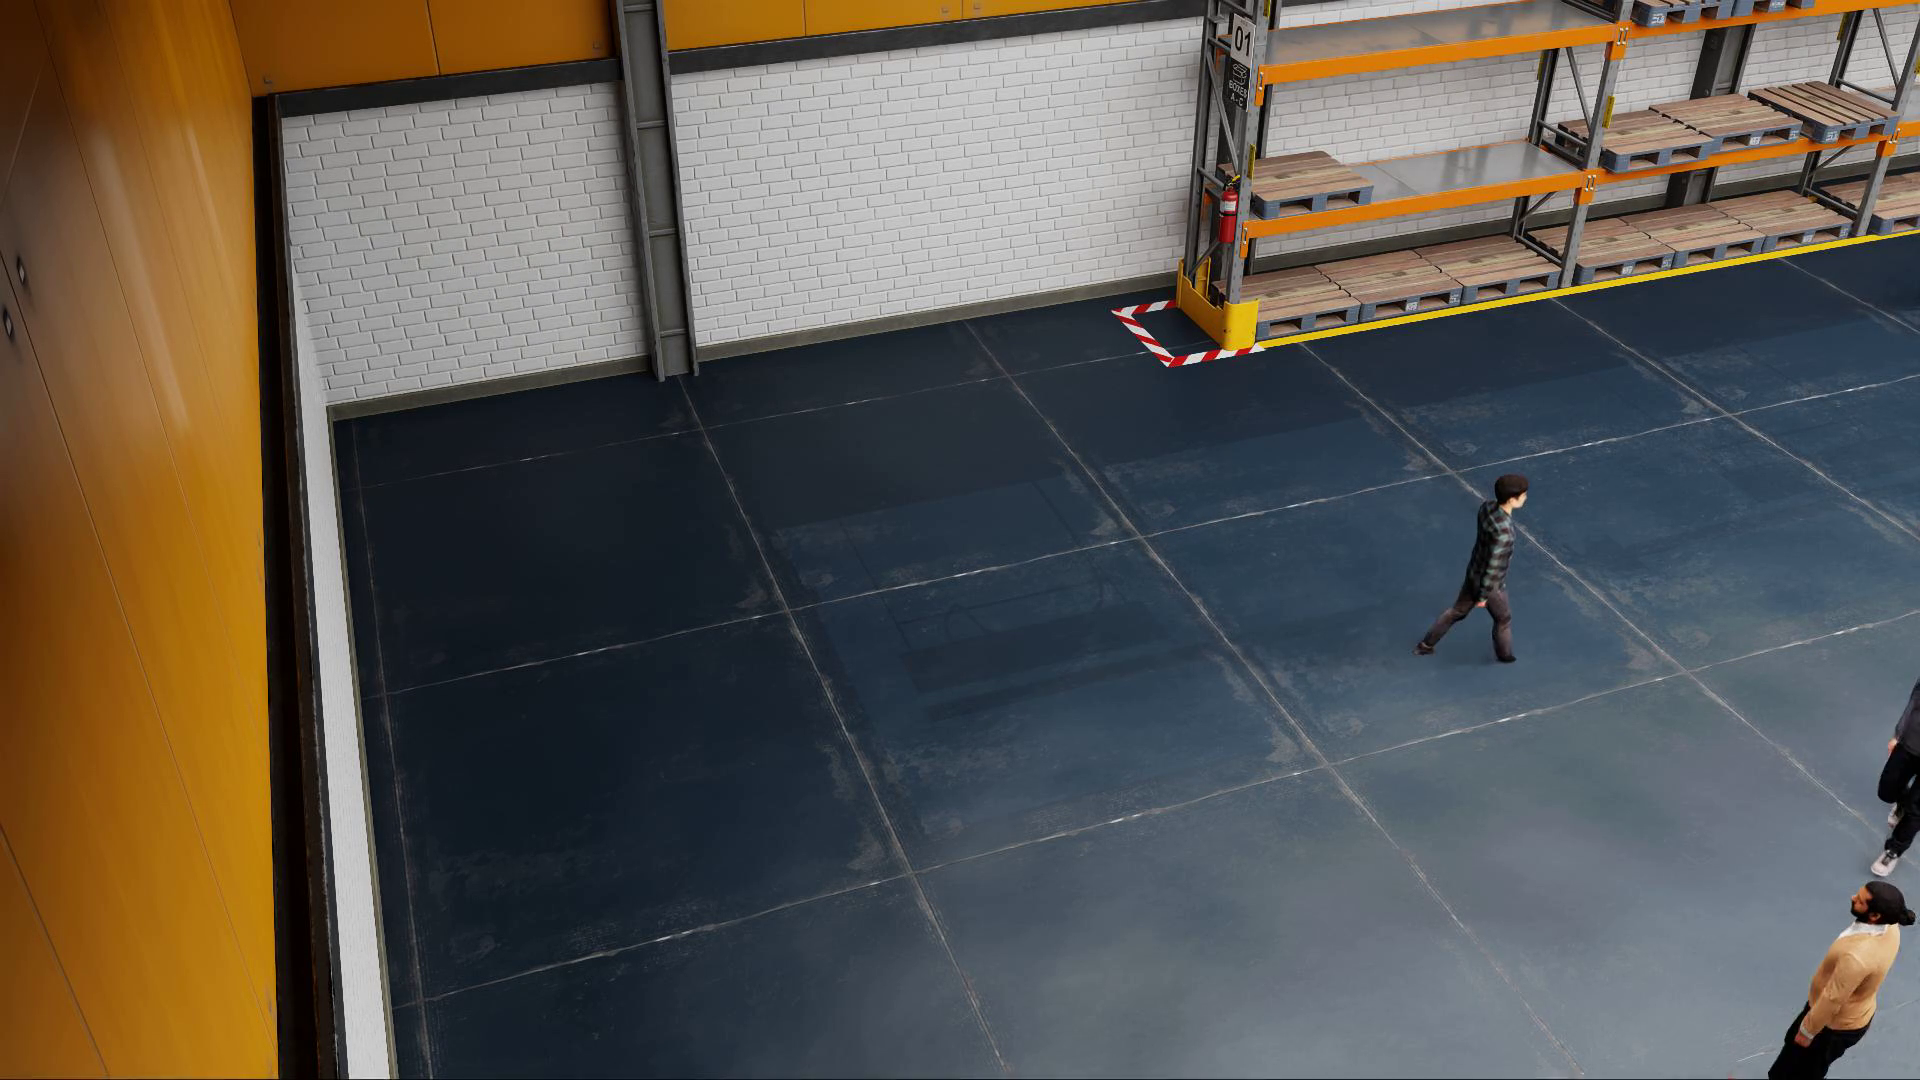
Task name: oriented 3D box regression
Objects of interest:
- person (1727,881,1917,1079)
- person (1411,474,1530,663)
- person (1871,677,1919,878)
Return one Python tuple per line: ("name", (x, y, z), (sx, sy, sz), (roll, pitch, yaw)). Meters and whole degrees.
("person", (4.490, 2.449, 8.398), (1.032, 1.738, 1.082), (26, 42, 33))
("person", (3.726, 0.260, 12.002), (1.185, 1.684, 0.880), (-2, 34, -3))
("person", (5.967, 1.258, 10.178), (0.957, 1.751, 0.799), (-25, 41, -33))
